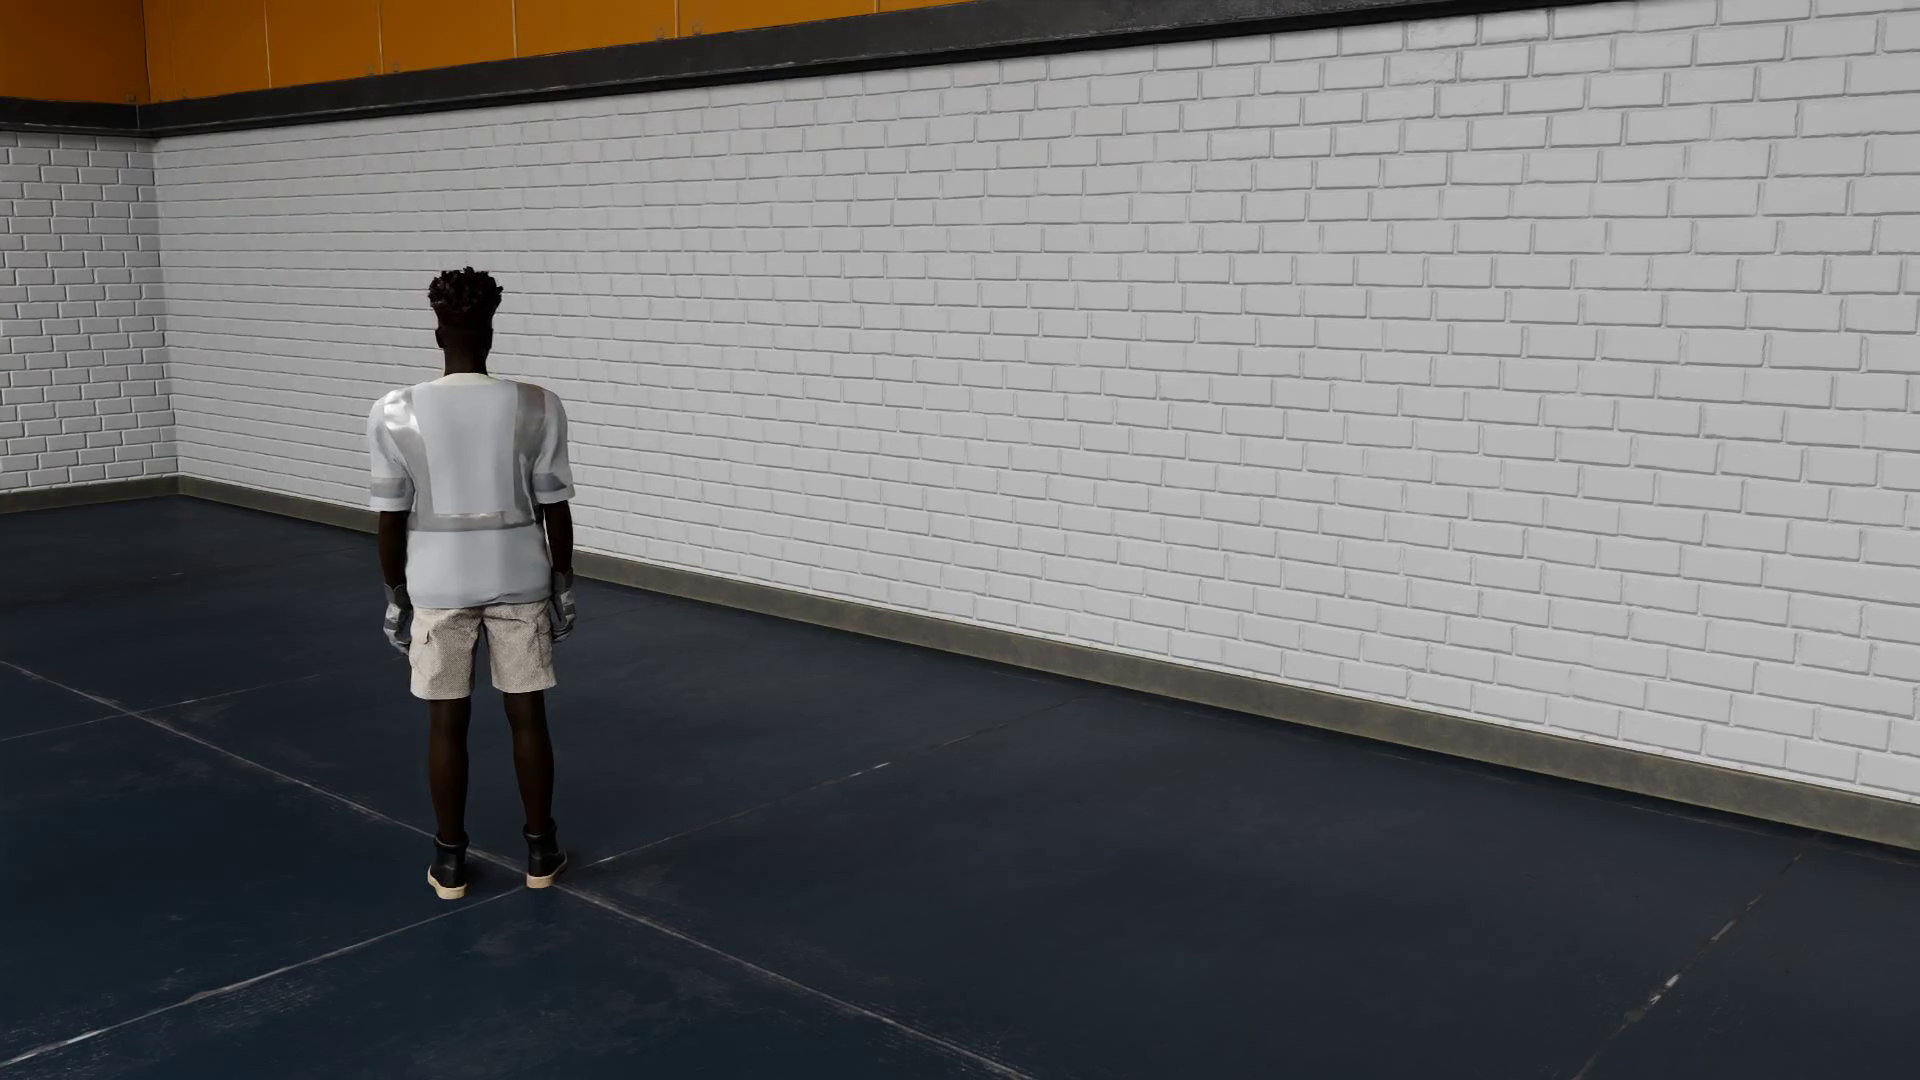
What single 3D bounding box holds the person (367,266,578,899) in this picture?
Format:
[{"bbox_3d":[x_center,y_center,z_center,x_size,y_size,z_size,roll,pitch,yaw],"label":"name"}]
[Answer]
[{"bbox_3d":[-1.499,0.142,5.184,0.607,1.966,0.367,-3,10,-17],"label":"person"}]
